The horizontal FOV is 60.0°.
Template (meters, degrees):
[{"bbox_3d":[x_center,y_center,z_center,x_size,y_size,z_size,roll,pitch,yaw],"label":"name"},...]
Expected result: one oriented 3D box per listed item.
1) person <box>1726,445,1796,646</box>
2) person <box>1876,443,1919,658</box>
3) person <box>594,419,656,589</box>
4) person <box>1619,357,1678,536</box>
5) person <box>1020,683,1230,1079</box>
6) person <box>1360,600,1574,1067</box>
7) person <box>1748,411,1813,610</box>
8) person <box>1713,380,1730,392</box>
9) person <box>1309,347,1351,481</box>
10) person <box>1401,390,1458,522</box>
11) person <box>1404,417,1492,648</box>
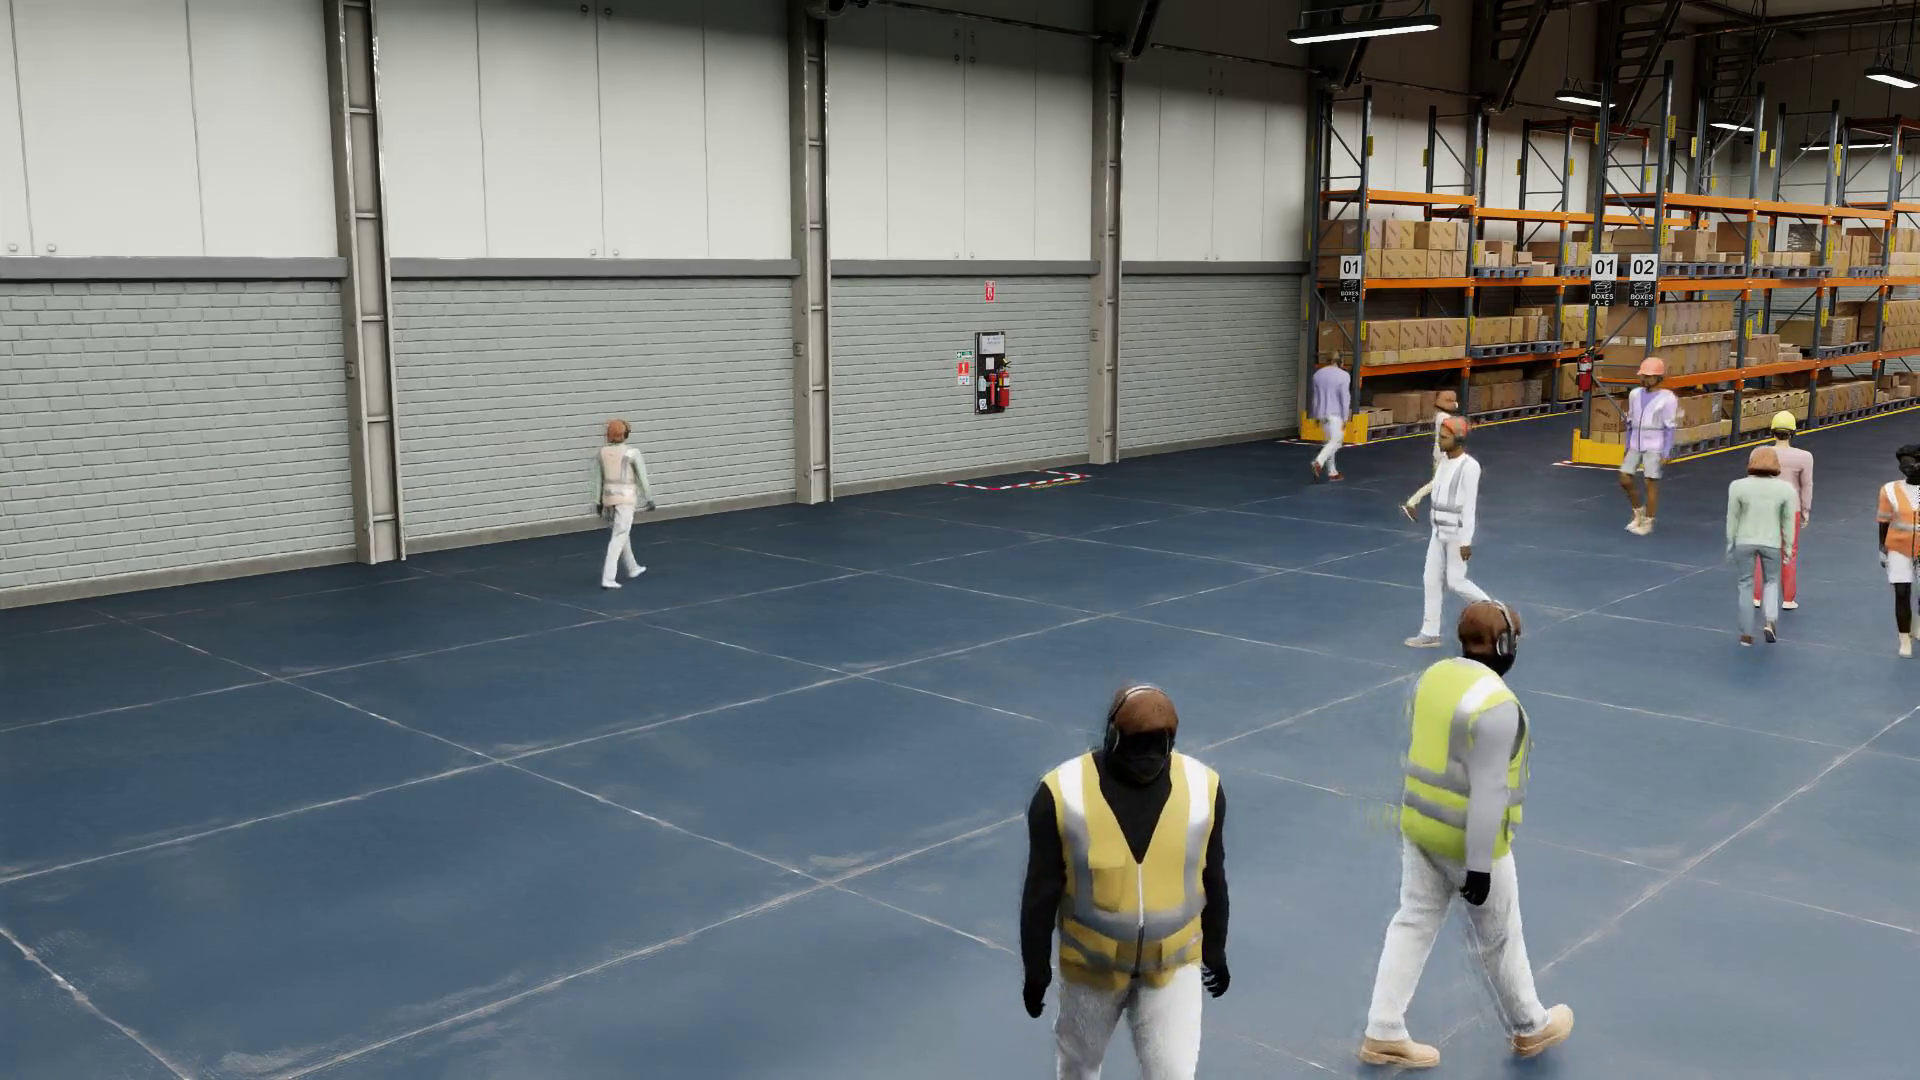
[{"bbox_3d":[6.402,0.047,13.340,0.493,1.618,0.336,4,10,21],"label":"person"},{"bbox_3d":[7.456,0.073,12.992,0.558,1.677,0.452,6,11,32],"label":"person"},{"bbox_3d":[-3.224,-0.349,15.855,0.526,1.591,0.878,5,10,27],"label":"person"},{"bbox_3d":[7.725,-1.042,18.741,0.430,2.028,0.652,-6,11,-30],"label":"person"},{"bbox_3d":[0.524,1.320,5.103,0.668,1.776,1.012,0,9,-2],"label":"person"},{"bbox_3d":[1.961,1.122,6.308,0.922,1.783,0.674,-2,10,-15],"label":"person"},{"bbox_3d":[7.256,-0.257,14.750,0.525,1.772,0.301,5,11,28],"label":"person"},{"bbox_3d":[15.214,-3.334,33.019,0.903,1.932,0.607,-6,11,-33],"label":"person"},{"bbox_3d":[5.175,-1.743,23.394,0.772,1.919,0.636,-7,12,-36],"label":"person"},{"bbox_3d":[5.640,-0.973,19.609,0.735,1.610,0.504,1,9,8],"label":"person"},{"bbox_3d":[3.974,-0.052,13.219,0.770,1.860,0.584,-2,10,-12],"label":"person"}]
